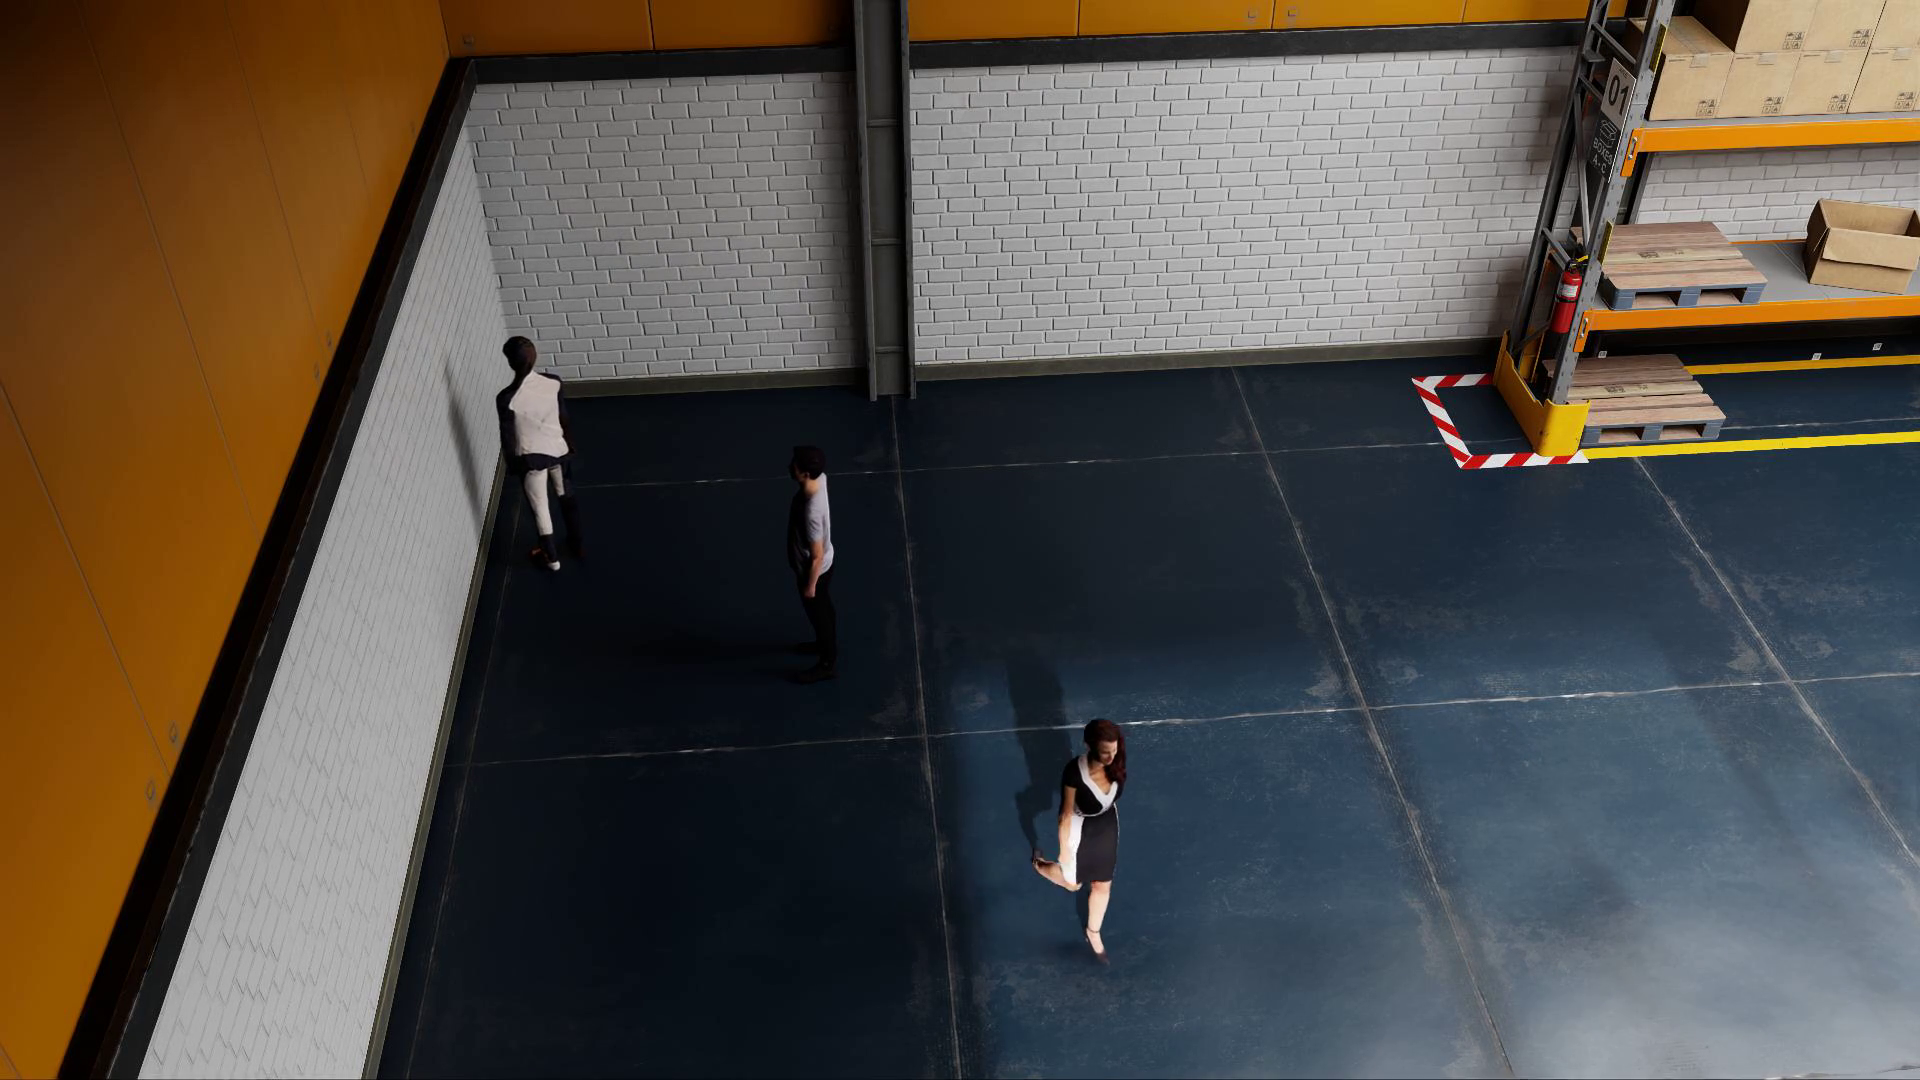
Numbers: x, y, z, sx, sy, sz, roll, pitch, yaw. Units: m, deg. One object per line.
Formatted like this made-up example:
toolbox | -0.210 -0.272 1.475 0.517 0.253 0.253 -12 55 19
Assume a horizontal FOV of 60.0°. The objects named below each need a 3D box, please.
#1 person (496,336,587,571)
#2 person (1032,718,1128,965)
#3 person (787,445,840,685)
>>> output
person | -3.013 -0.609 11.970 0.720 1.890 0.835 -25 45 -28
person | 0.658 1.602 9.290 1.007 1.779 0.959 -24 44 -27
person | -0.960 0.152 11.038 0.560 1.863 0.674 0 39 -1
